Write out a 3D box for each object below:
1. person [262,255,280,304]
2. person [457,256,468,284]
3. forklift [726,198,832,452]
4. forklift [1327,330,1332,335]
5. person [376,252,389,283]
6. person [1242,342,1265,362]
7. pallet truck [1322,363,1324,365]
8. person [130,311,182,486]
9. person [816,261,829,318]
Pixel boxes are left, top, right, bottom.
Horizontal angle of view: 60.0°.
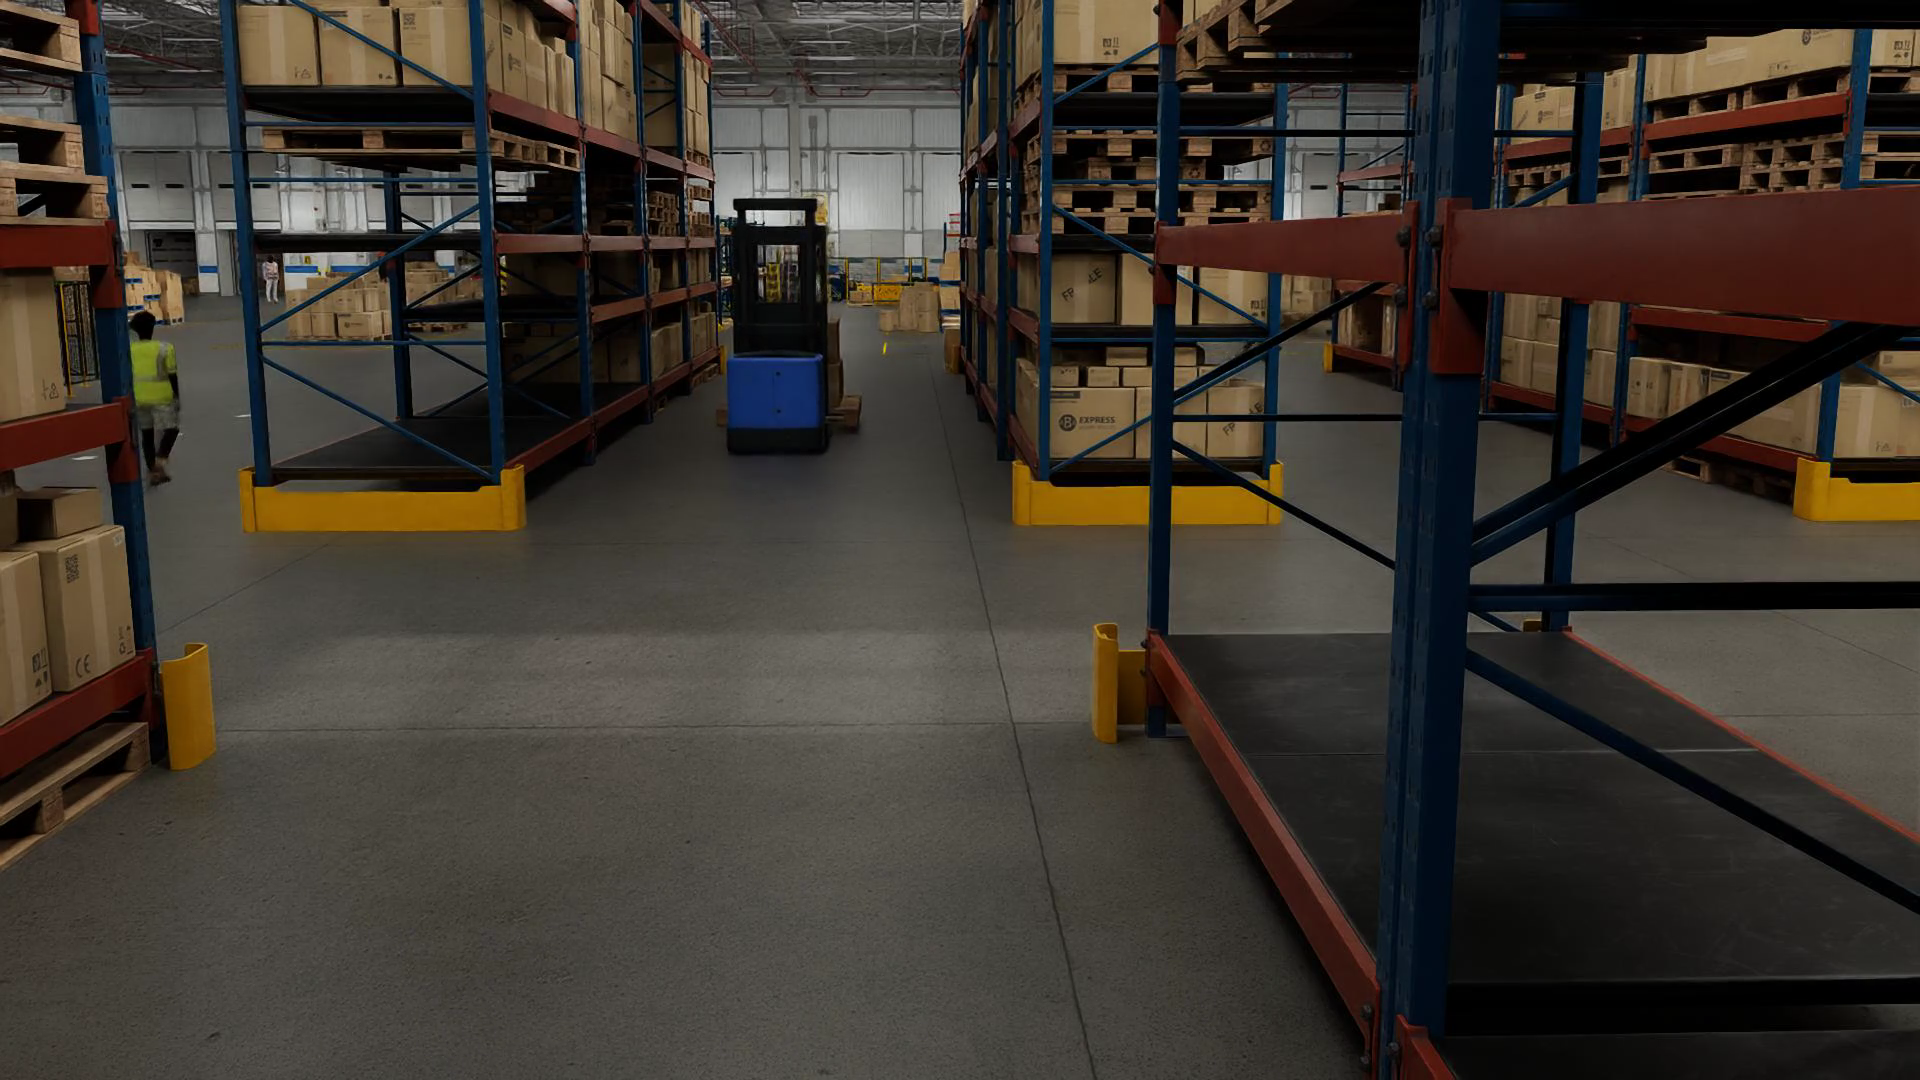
[{"bbox_3d":[-25.925,-9.803,62.625,0.429,1.843,0.633,8,13,37],"label":"person"},{"bbox_3d":[-17.127,-8.790,56.999,0.499,1.834,0.861,10,14,43],"label":"person"},{"bbox_3d":[-2.065,-2.468,18.871,1.129,2.768,1.873,0,10,-2],"label":"forklift"},{"bbox_3d":[10.088,-6.357,40.536,1.129,2.768,1.873,-7,12,-35],"label":"forklift"},{"bbox_3d":[-21.822,-9.914,62.888,0.441,1.981,0.626,-7,12,-33],"label":"person"},{"bbox_3d":[5.882,-4.423,32.336,0.605,1.953,0.626,4,11,21],"label":"person"},{"bbox_3d":[7.712,-4.157,30.737,1.885,1.965,0.823,3,11,16],"label":"pallet truck"},{"bbox_3d":[-7.759,-1.354,15.950,0.538,1.687,0.393,-1,10,-7],"label":"person"},{"bbox_3d":[-3.366,-5.588,39.031,0.601,1.894,0.826,7,12,33],"label":"person"}]
